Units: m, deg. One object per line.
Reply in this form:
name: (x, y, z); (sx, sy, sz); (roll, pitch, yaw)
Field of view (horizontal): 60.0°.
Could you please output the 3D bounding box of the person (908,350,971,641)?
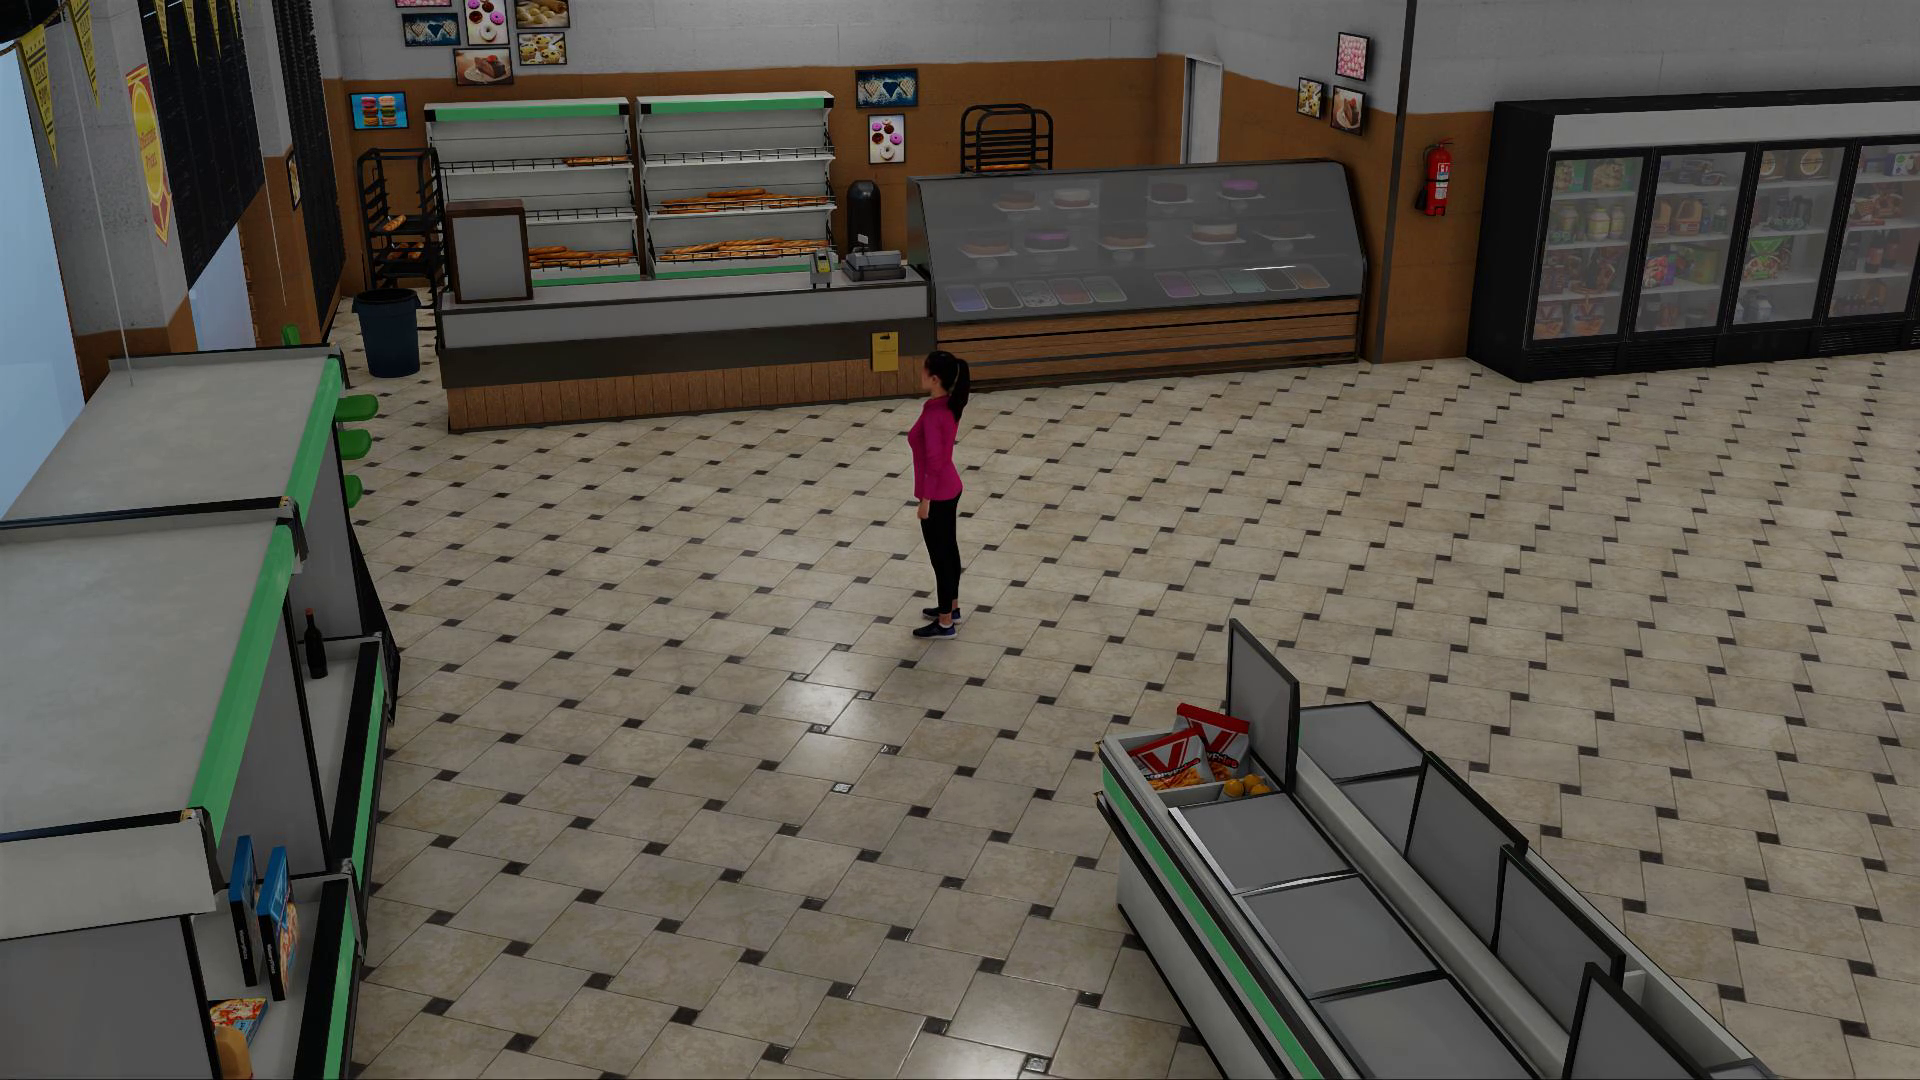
person: (-0.108, -0.262, 9.541); (0.737, 1.699, 0.644); (4, 22, 11)
